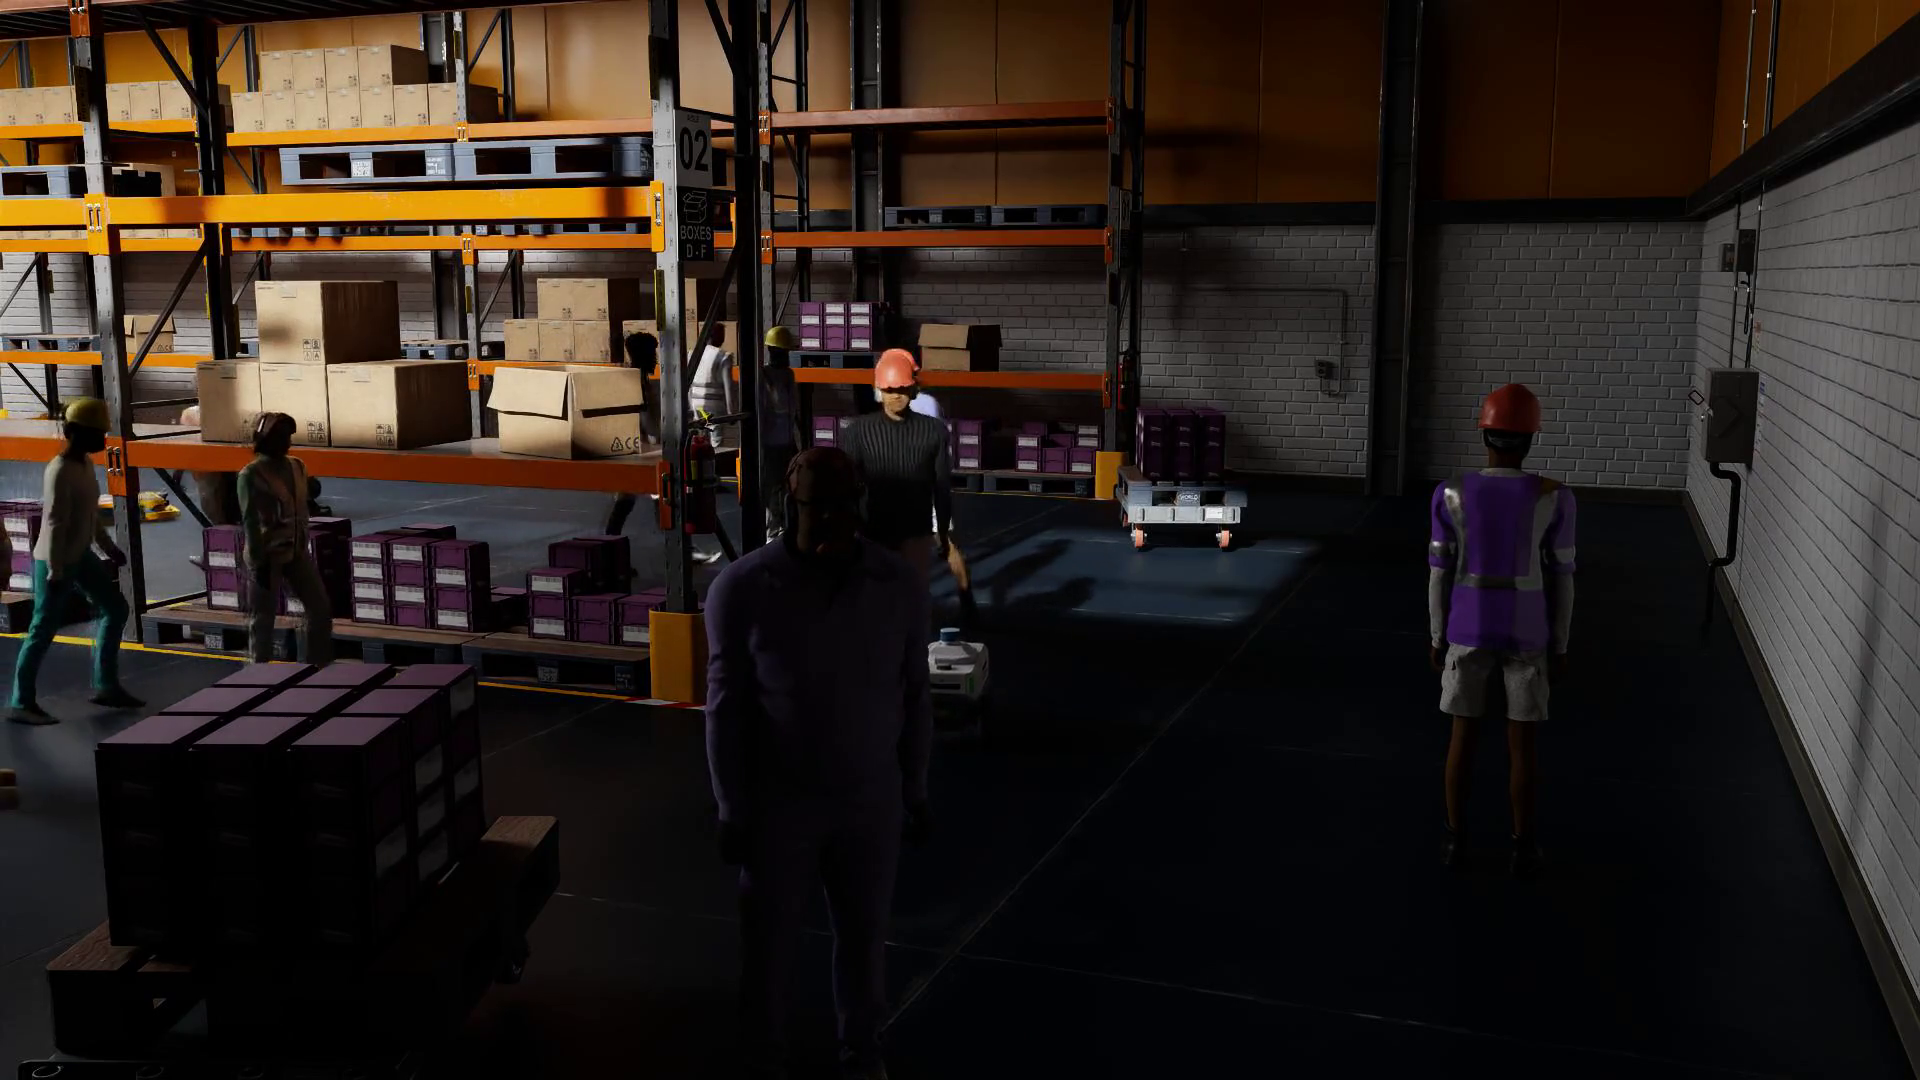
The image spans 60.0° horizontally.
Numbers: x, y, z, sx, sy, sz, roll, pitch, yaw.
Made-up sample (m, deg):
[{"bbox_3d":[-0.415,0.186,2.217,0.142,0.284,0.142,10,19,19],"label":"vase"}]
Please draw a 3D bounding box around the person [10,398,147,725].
[{"bbox_3d":[-4.692,0.106,8.819,0.738,1.704,0.542,-1,9,-9],"label":"person"}]

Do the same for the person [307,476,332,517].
[{"bbox_3d":[-6.385,-1.198,16.300,0.362,1.939,0.543,-3,10,-20],"label":"person"}]

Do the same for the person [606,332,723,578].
[{"bbox_3d":[-2.364,-0.642,12.869,0.995,1.913,0.616,1,9,8],"label":"person"}]

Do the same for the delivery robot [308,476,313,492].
[{"bbox_3d":[-7.047,-0.690,17.149,0.707,0.478,0.477,0,9,-3],"label":"delivery robot"}]

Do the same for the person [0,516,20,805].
[{"bbox_3d":[-4.461,0.264,7.431,0.429,1.839,0.633,-5,10,-29],"label":"person"}]

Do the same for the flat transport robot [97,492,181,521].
[{"bbox_3d":[-8.254,-0.290,15.819,1.431,0.197,0.652,-6,11,-35],"label":"flat transport robot"}]

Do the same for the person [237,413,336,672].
[{"bbox_3d":[-3.627,0.117,9.042,0.700,1.608,0.538,3,10,19],"label":"person"}]

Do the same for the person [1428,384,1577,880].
[{"bbox_3d":[2.108,0.361,6.513,0.545,1.938,0.362,4,10,22],"label":"person"}]

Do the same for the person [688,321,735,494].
[{"bbox_3d":[-2.677,-1.429,17.957,0.594,1.871,0.398,5,10,29],"label":"person"}]

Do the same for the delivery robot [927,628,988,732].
[{"bbox_3d":[-0.050,0.691,8.476,0.477,0.478,0.707,1,9,6],"label":"delivery robot"}]

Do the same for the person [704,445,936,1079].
[{"bbox_3d":[-0.362,0.693,4.523,0.643,1.910,0.400,-3,10,-19],"label":"person"}]

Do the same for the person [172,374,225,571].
[{"bbox_3d":[-5.859,-0.487,12.879,0.785,1.609,0.524,4,10,24],"label":"person"}]

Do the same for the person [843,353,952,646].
[{"bbox_3d":[-0.347,-0.055,9.143,0.633,1.927,1.067,-1,9,-7],"label":"person"}]

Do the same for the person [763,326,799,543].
[{"bbox_3d":[-1.567,-0.870,14.283,0.381,1.923,0.591,4,10,26],"label":"person"}]

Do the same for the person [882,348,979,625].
[{"bbox_3d":[-0.242,-0.359,11.253,1.016,1.877,0.643,7,12,39],"label":"person"}]
